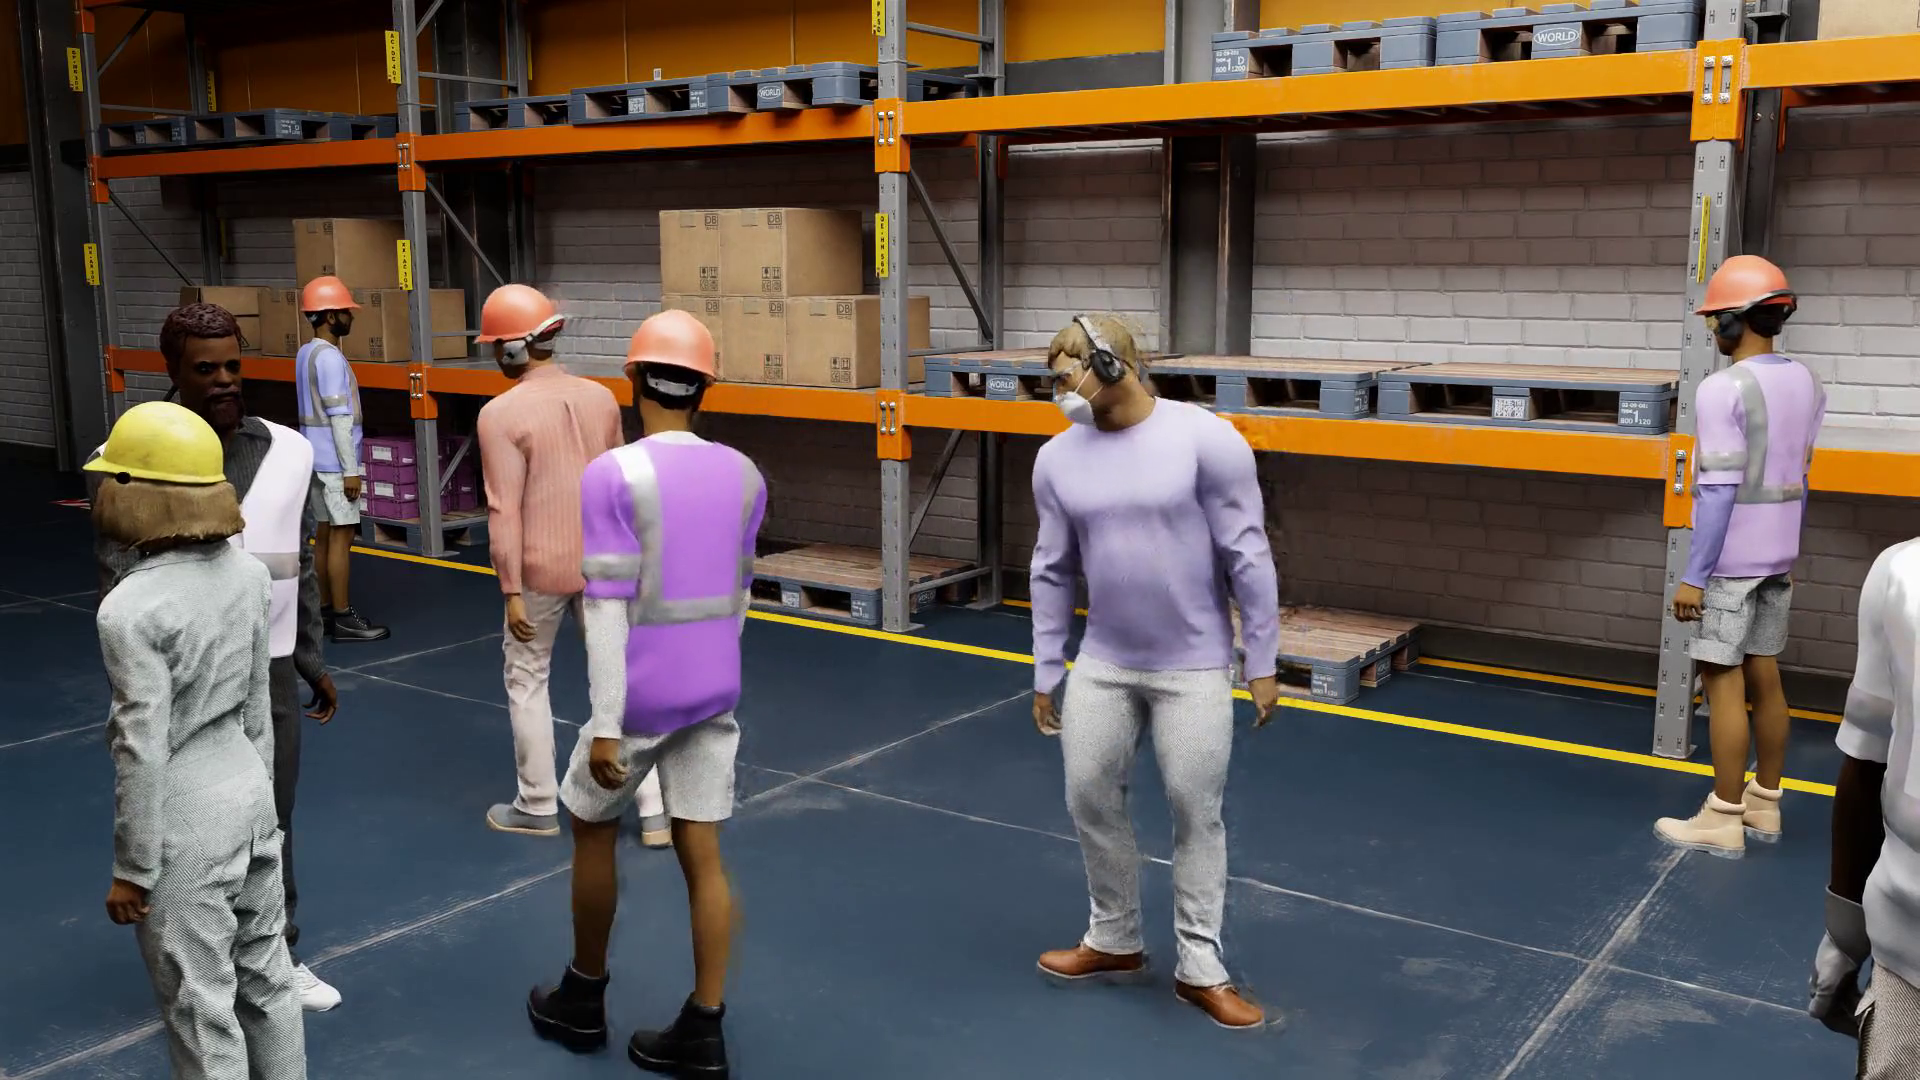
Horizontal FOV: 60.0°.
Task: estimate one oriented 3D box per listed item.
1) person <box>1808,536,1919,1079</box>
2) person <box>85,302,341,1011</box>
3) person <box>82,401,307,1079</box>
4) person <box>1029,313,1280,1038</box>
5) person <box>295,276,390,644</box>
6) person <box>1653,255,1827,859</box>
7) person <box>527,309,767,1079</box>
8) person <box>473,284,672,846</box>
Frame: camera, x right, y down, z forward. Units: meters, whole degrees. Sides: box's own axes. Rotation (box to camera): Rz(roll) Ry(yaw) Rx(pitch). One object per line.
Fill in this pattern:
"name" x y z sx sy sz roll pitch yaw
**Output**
"person" 1.569 0.637 2.473 0.365 1.964 0.608 -7 12 -35
"person" -1.926 0.346 4.339 0.379 1.918 0.596 7 12 36
"person" -1.577 0.588 3.418 0.285 1.746 0.491 1 10 7
"person" 0.524 0.356 4.401 0.740 1.894 0.367 5 11 30
"person" -3.312 -0.421 8.844 0.350 1.942 0.545 -7 12 -37
"person" 2.643 0.058 5.692 0.614 2.039 0.394 -7 12 -34
"person" -0.800 0.375 4.236 0.811 1.894 0.578 9 13 42
"person" -1.324 0.104 5.733 0.728 1.954 0.639 8 12 39
